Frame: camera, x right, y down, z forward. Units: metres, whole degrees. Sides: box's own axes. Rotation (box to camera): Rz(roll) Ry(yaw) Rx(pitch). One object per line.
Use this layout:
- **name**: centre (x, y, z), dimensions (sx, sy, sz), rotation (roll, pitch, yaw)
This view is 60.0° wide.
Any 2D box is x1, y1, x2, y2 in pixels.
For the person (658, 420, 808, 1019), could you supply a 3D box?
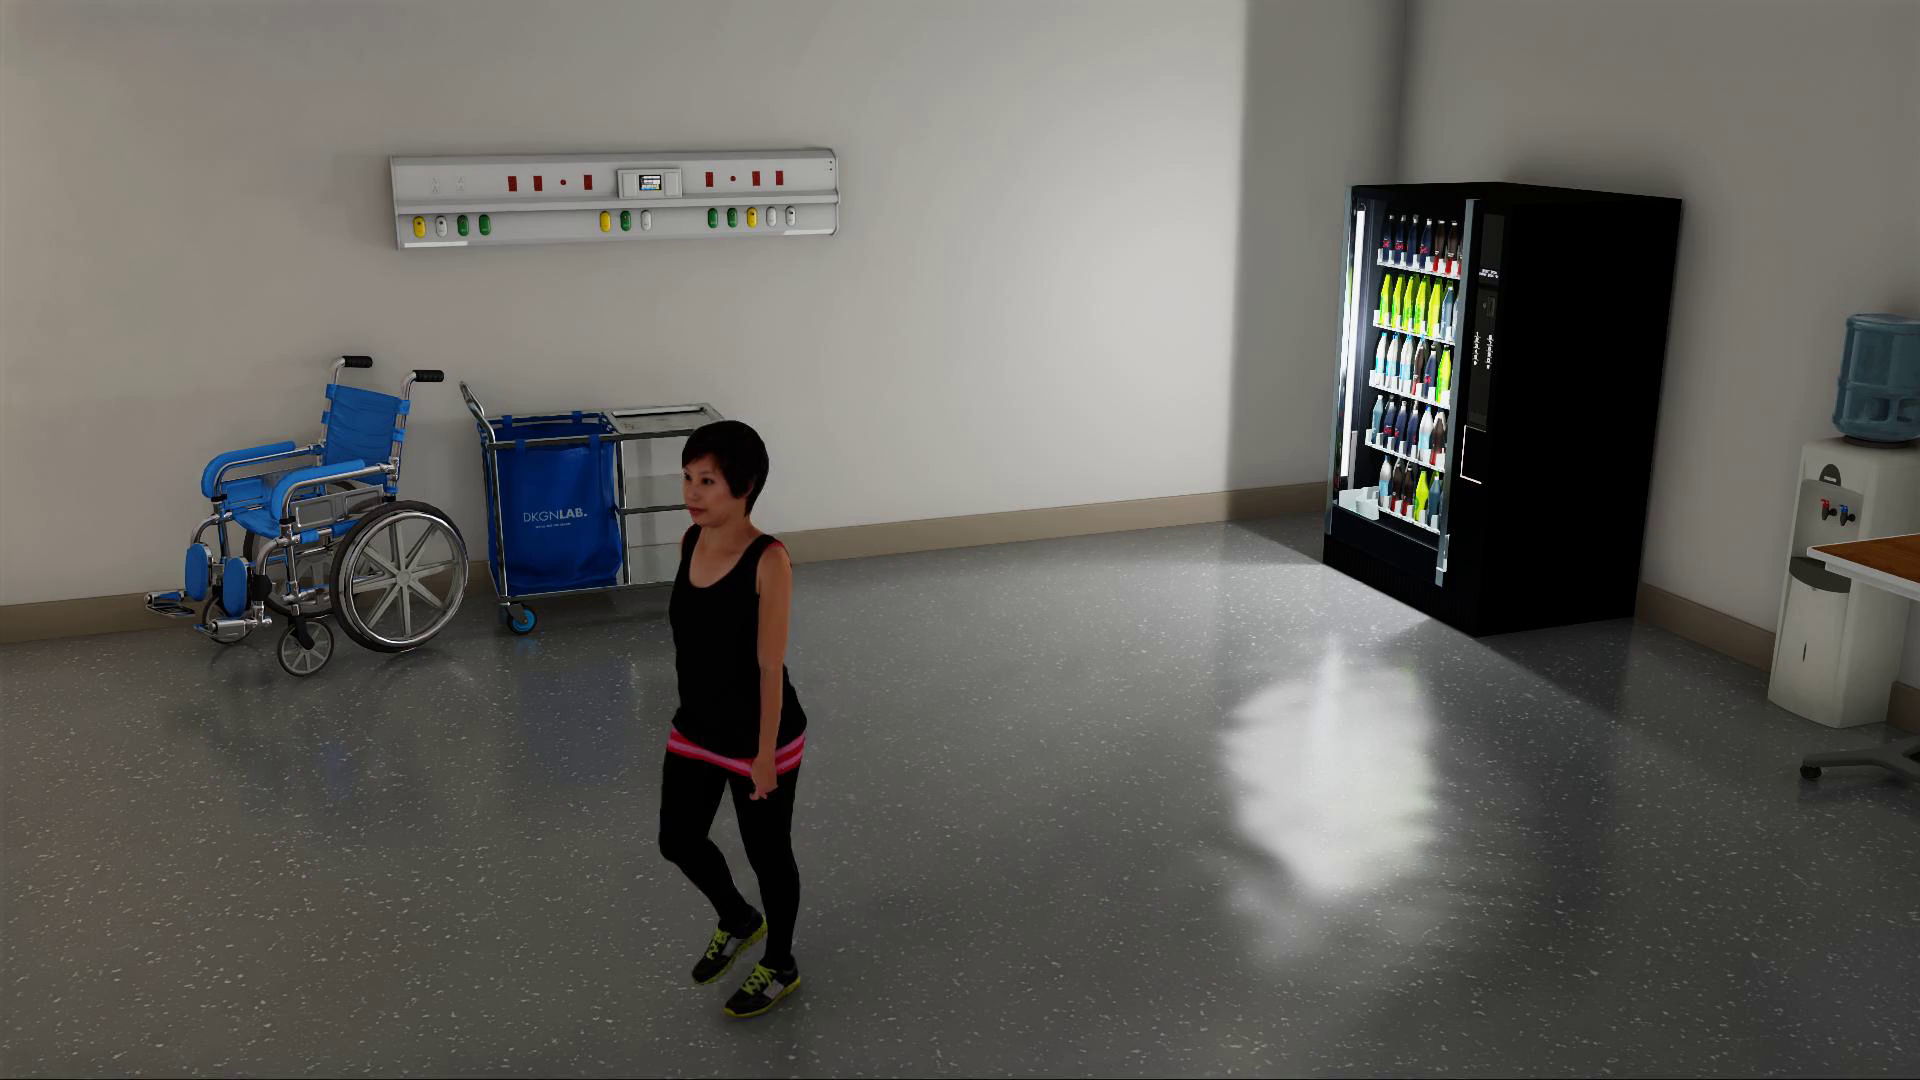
- **person**: centre (-0.506, 0.445, 4.198), dimensions (0.625, 1.543, 0.701), rotation (11, 19, 35)
